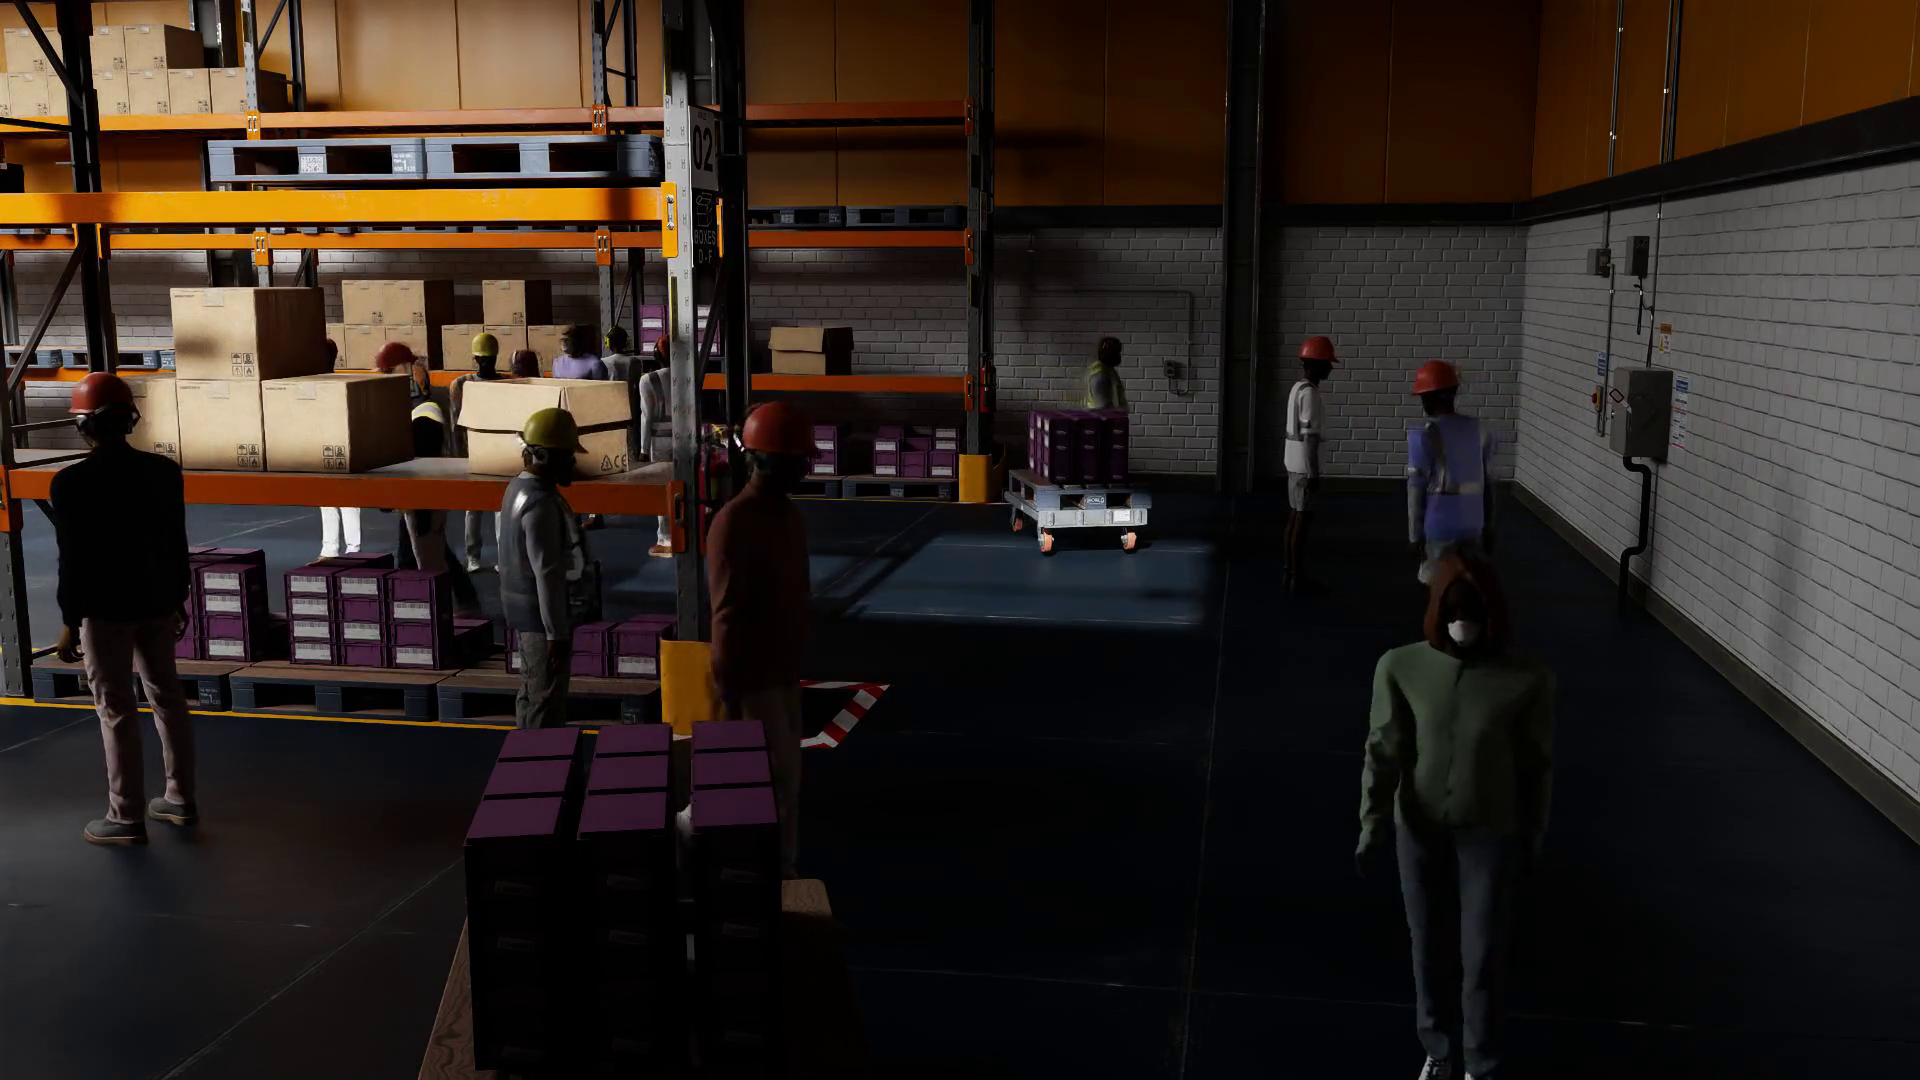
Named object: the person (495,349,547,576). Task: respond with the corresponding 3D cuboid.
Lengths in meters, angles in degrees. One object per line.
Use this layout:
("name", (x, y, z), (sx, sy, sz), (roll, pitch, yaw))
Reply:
("person", (-3.134, -0.480, 12.297), (0.994, 1.834, 0.708), (4, 10, 21))

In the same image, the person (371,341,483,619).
("person", (-3.752, -0.412, 11.596), (0.966, 1.947, 0.612), (2, 9, 12))

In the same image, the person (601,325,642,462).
("person", (-3.456, -1.231, 16.857), (0.533, 1.867, 0.315), (-6, 11, -33))

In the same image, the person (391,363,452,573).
("person", (-3.453, -0.212, 10.645), (0.429, 1.837, 0.628), (-4, 10, -22))

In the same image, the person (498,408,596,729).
("person", (-1.797, 0.334, 7.283), (0.403, 1.821, 0.597), (-4, 10, -23))

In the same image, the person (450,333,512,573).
("person", (-3.780, -0.701, 13.387), (0.590, 1.926, 0.388), (-5, 10, -28))

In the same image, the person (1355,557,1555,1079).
("person", (1.393, 0.854, 4.711), (0.505, 1.611, 0.499), (4, 10, 24))

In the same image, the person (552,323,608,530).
("person", (-3.561, -1.056, 15.556), (0.635, 1.936, 0.354), (5, 10, 28))

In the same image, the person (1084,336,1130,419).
("person", (1.323, -1.043, 15.921), (0.789, 1.815, 0.644), (2, 9, 15))

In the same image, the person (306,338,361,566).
("person", (-5.023, -0.666, 13.310), (0.574, 1.881, 0.357), (6, 11, 32))

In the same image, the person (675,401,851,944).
("person", (-0.783, 0.470, 6.026), (0.783, 1.965, 0.619), (3, 10, 19))

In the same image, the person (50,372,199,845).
("person", (-3.549, 0.287, 7.048), (0.396, 1.992, 0.623), (4, 10, 25))

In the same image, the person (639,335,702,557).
("person", (-2.452, -0.793, 14.096), (0.584, 1.879, 0.339), (-7, 12, -39))

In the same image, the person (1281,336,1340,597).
("person", (2.618, -0.552, 12.438), (0.375, 1.934, 0.548), (0, 9, 2))

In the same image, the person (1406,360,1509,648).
("person", (2.837, -0.069, 9.531), (0.568, 1.907, 0.660), (-4, 10, -25))
